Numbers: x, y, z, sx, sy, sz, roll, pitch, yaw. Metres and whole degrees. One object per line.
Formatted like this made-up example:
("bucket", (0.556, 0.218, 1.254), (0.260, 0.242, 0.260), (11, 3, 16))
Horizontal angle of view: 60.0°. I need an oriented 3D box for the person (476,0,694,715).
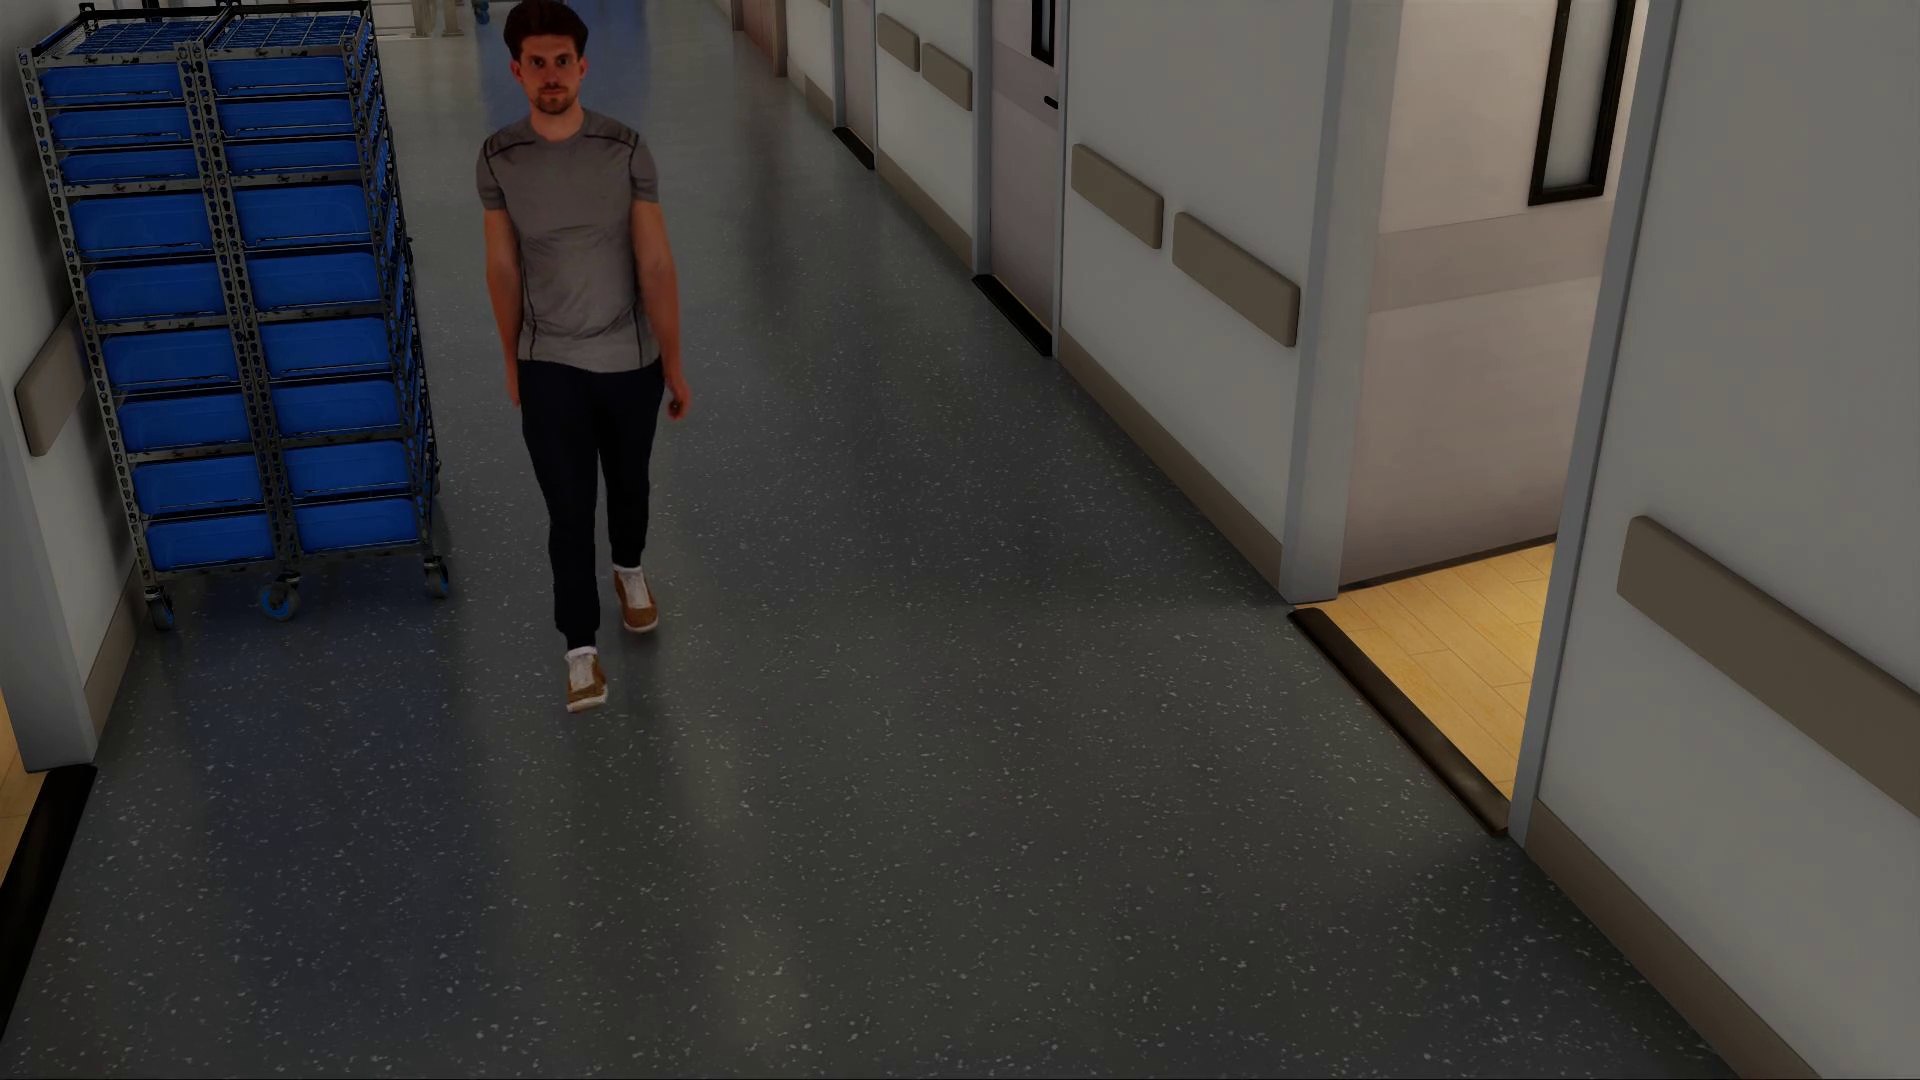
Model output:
("person", (-1.028, -0.527, 4.633), (0.690, 1.851, 1.131), (-6, 26, -12))
